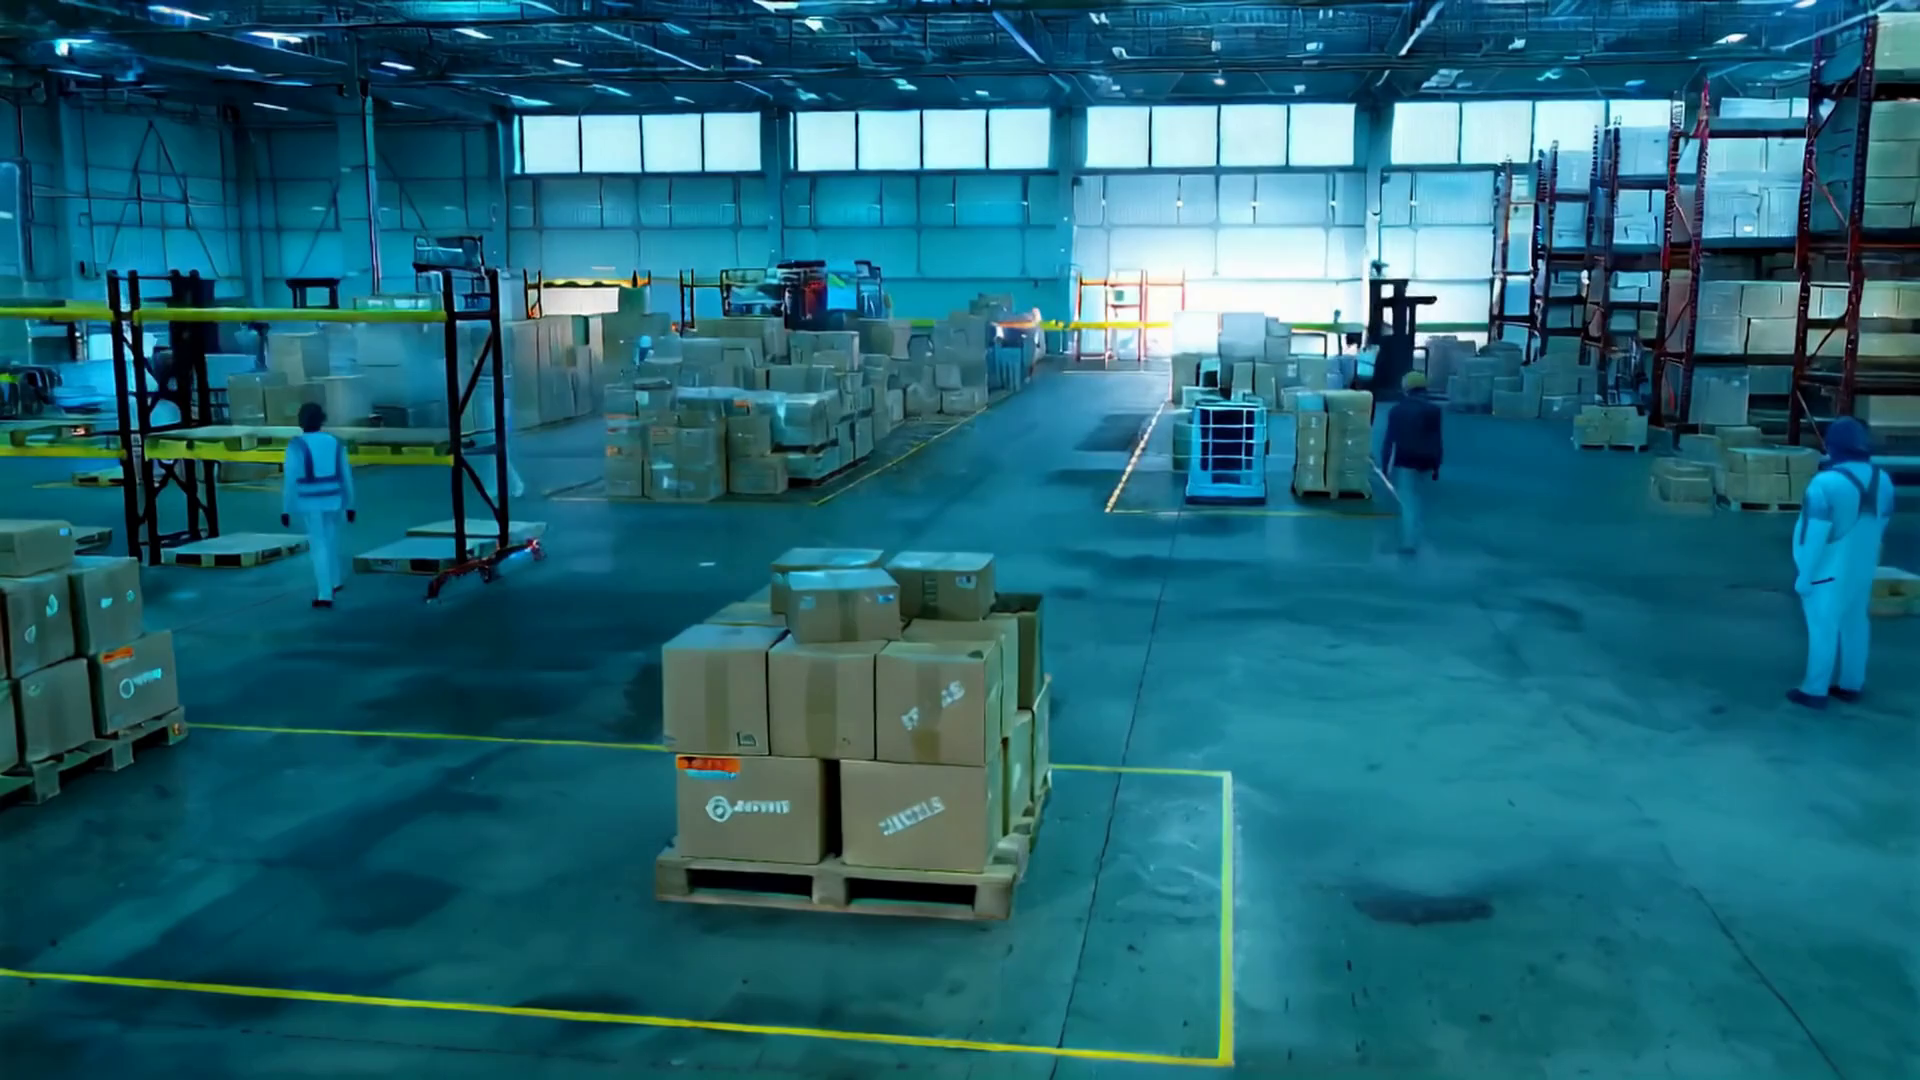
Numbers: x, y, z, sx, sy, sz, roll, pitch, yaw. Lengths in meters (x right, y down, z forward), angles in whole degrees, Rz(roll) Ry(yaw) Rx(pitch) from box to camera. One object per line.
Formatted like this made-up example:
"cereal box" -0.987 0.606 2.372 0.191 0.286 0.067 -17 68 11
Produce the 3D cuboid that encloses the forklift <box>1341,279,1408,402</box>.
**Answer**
"forklift" 9.922 -4.682 38.792 1.129 2.768 1.873 -5 10 -28

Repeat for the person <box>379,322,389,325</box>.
"person" -13.085 -4.050 37.854 0.580 1.912 0.750 -1 9 -9

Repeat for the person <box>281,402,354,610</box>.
"person" -5.760 -0.301 14.901 0.501 1.867 0.588 7 11 35

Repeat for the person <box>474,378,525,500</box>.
"person" -6.100 -1.324 21.939 0.648 1.616 0.524 4 10 24

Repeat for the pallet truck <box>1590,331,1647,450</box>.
"pallet truck" 11.253 -2.573 28.499 0.823 1.965 1.885 5 10 27

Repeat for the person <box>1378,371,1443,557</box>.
"person" 4.775 -0.811 17.714 0.640 1.966 0.587 -3 10 -18

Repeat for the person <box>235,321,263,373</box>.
"person" -17.347 -4.487 40.640 0.647 1.896 1.010 1 9 9

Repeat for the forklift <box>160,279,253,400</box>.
"forklift" -17.615 -4.669 38.708 1.873 2.768 1.129 1 9 9

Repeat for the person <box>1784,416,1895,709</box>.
"person" 6.062 0.150 11.573 0.676 2.000 0.536 -4 10 -21

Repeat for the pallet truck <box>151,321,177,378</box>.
"pallet truck" -21.869 -5.598 47.154 0.823 1.965 1.885 4 10 26

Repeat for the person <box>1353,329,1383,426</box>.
"person" 7.962 -3.166 32.438 0.387 1.910 0.592 -7 12 -38

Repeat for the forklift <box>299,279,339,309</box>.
"forklift" -16.088 -5.182 41.871 1.129 2.768 1.873 -1 9 -8

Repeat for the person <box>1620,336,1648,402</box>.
"person" 13.060 -3.123 32.366 0.626 1.846 0.429 -6 11 -31

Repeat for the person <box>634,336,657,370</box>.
"person" -6.777 -3.592 35.912 0.526 1.634 0.320 2 9 14
